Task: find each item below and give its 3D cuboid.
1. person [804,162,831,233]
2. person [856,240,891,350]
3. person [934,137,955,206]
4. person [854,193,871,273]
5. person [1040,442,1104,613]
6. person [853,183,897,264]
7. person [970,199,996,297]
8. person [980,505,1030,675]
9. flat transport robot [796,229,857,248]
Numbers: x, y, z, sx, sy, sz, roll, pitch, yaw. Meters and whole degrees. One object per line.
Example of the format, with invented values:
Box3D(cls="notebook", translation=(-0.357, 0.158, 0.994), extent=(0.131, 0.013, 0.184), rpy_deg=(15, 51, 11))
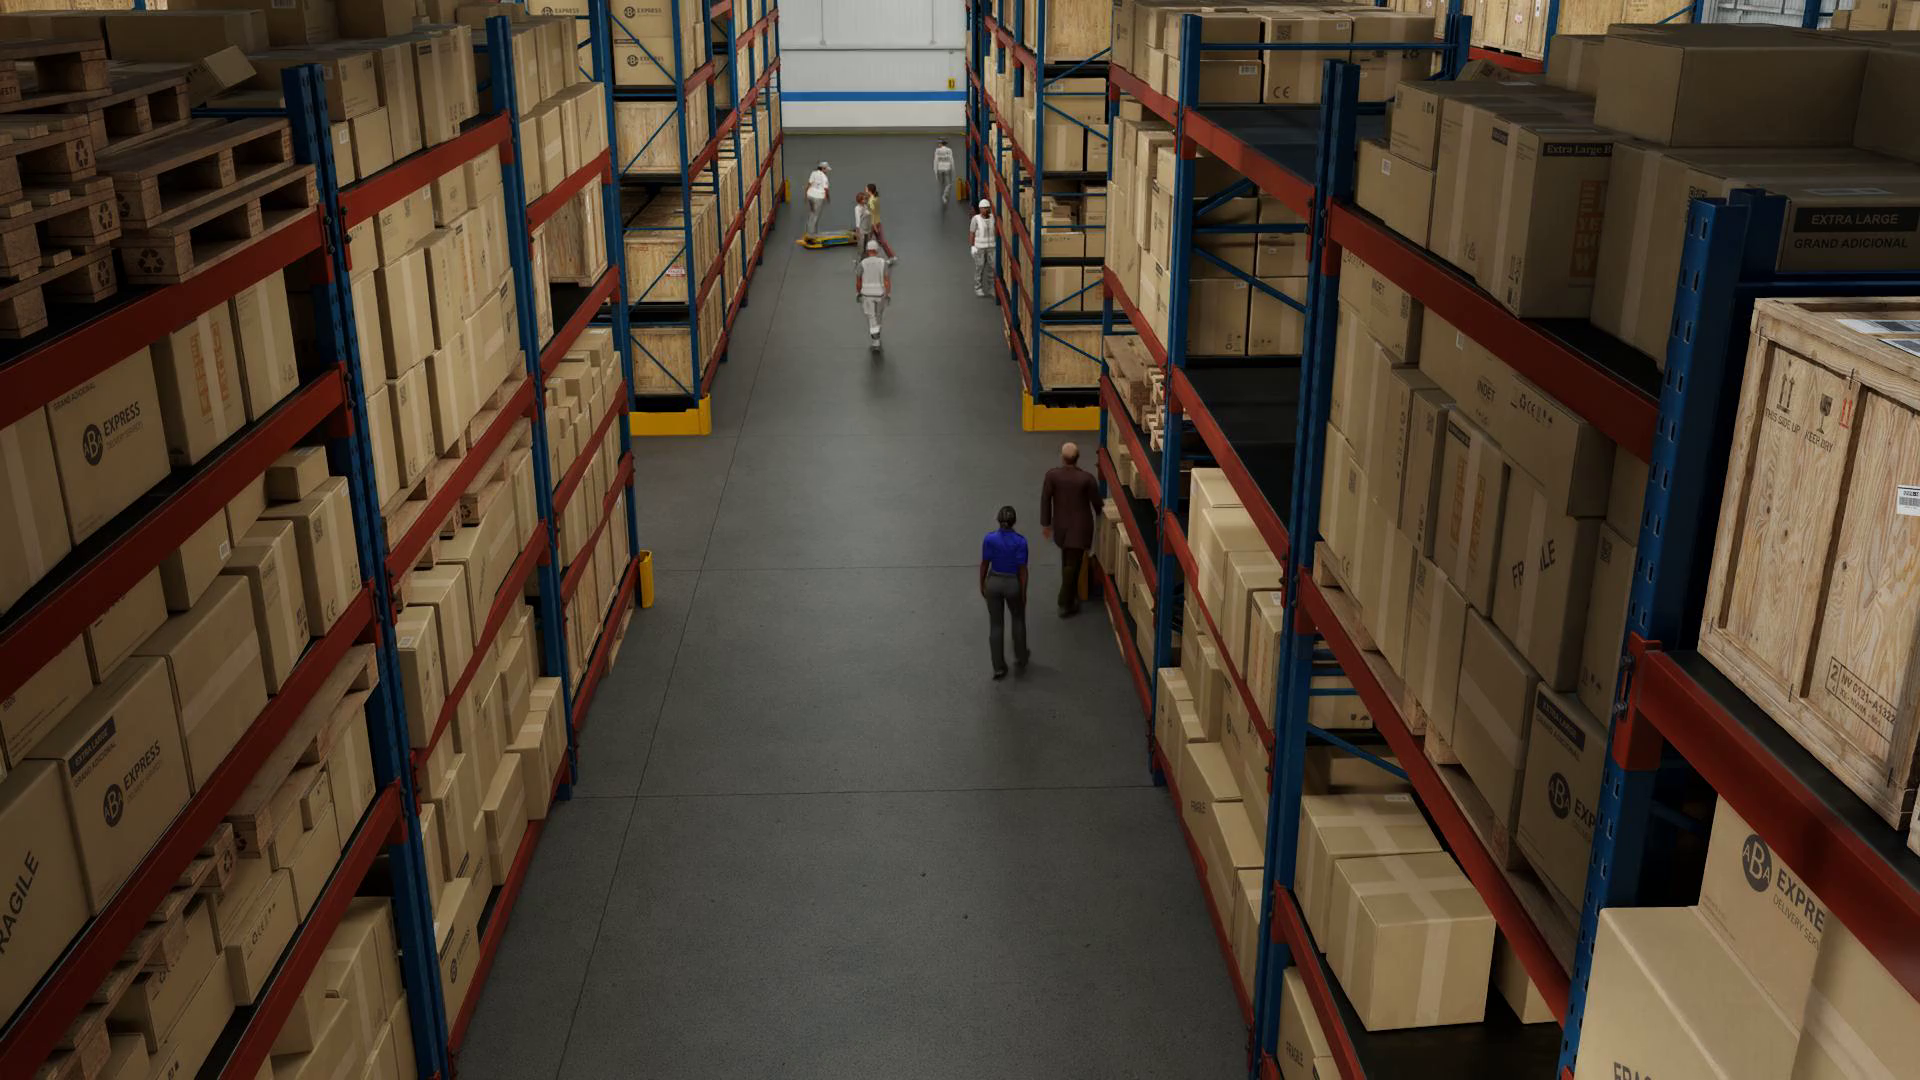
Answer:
Box3D(cls="person", translation=(-3.149, -7.575, 36.933), extent=(0.495, 1.643, 0.629), rpy_deg=(-17, 26, -38))
Box3D(cls="person", translation=(-1.448, -4.052, 27.308), extent=(0.543, 1.750, 0.949), rpy_deg=(-7, 21, -17))
Box3D(cls="person", translation=(-0.383, -9.071, 40.935), extent=(0.510, 1.659, 0.740), rpy_deg=(3, 21, 9))
Box3D(cls="person", translation=(-1.916, -6.098, 33.077), extent=(0.323, 1.608, 0.413), rpy_deg=(9, 22, 23))
Box3D(cls="person", translation=(1.185, -0.187, 16.955), extent=(0.607, 1.753, 0.906), rpy_deg=(10, 23, 24))
Box3D(cls="person", translation=(-1.746, -6.456, 33.981), extent=(0.962, 1.631, 0.444), rpy_deg=(10, 23, 24))
Box3D(cls="person", translation=(0.487, -5.461, 31.096), extent=(0.560, 1.789, 0.388), rpy_deg=(-9, 22, -23))
Box3D(cls="person", translation=(0.423, 0.401, 15.531), extent=(0.456, 1.642, 0.622), rpy_deg=(2, 21, 7))
Box3D(cls="flat transport robot", translation=(-2.803, -6.560, 36.306), extent=(1.431, 0.259, 0.659), rpy_deg=(-12, 24, -30))
